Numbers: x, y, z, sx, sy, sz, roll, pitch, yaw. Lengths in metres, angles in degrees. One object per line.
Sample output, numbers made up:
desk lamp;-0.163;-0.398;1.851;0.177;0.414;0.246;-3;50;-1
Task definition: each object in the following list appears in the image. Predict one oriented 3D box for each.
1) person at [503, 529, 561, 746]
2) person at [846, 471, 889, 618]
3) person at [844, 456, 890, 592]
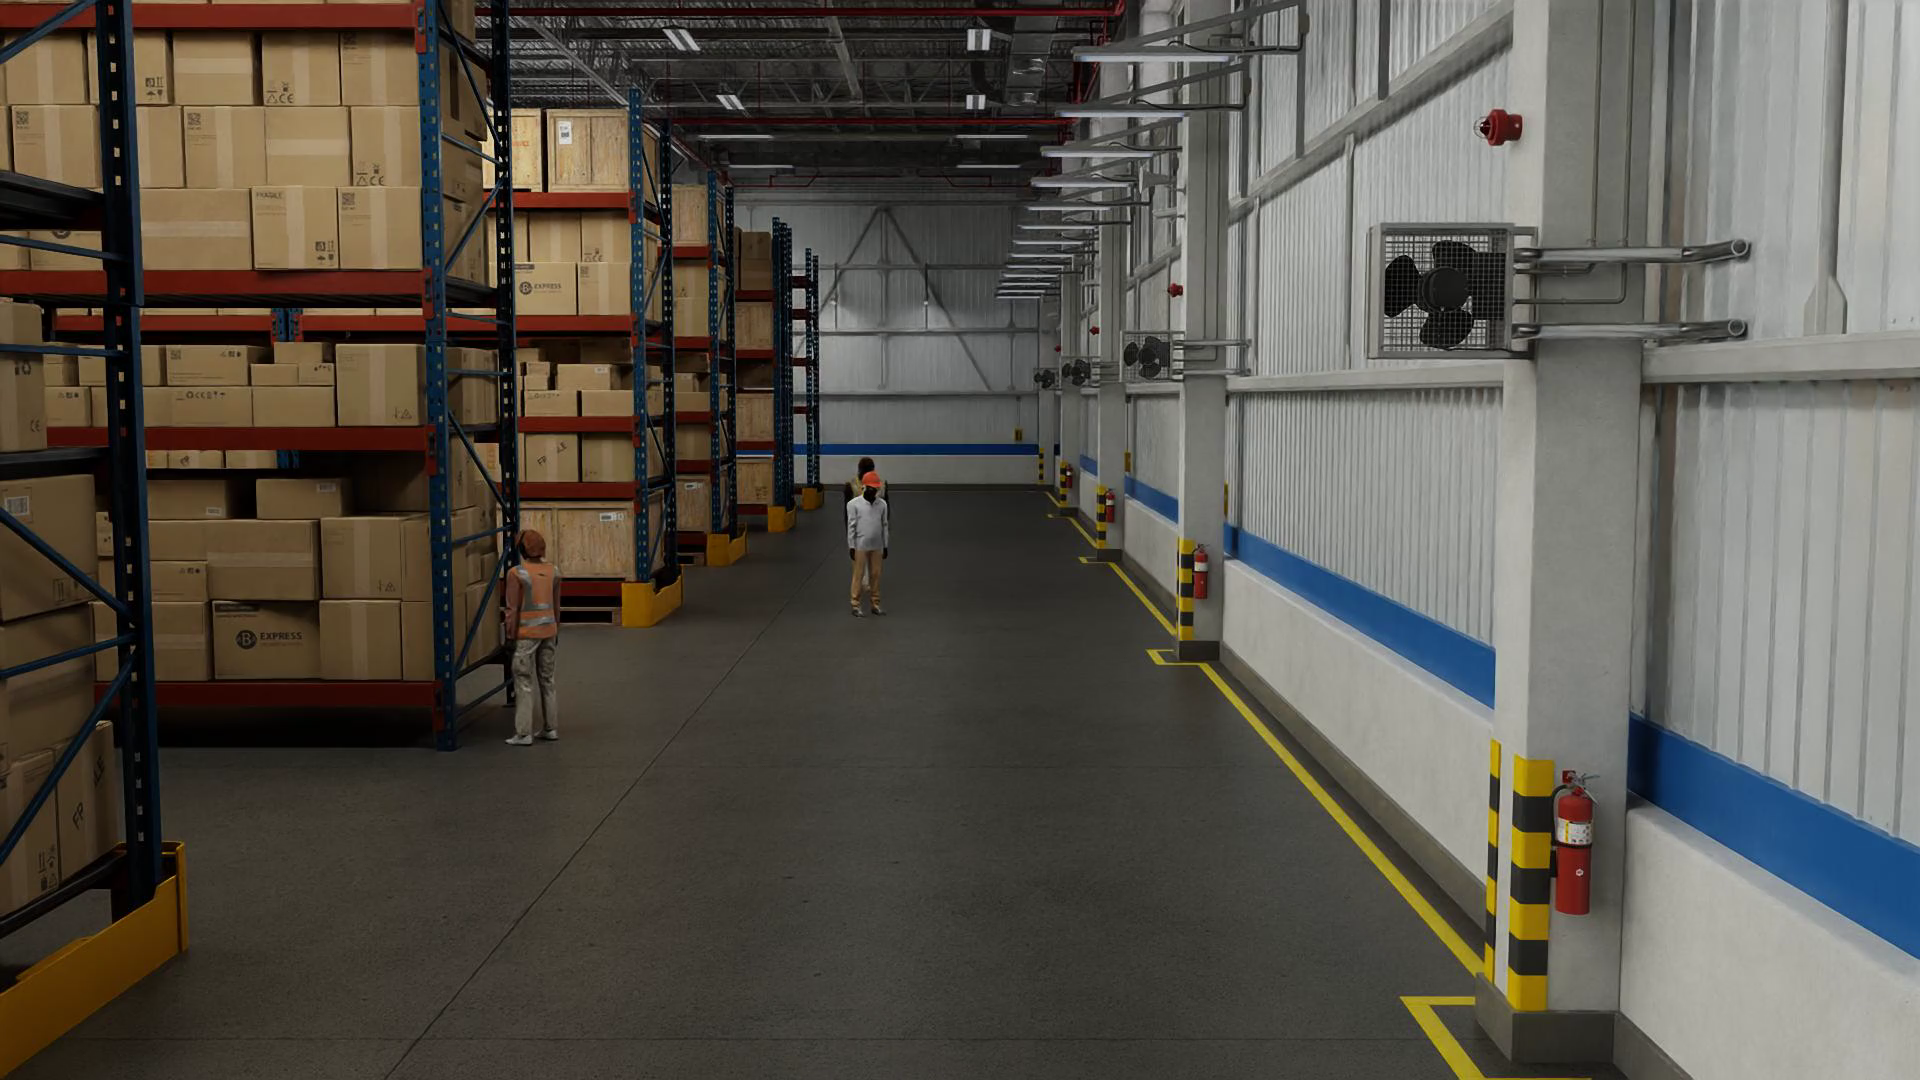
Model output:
person;-3.217;0.734;12.575;0.312;1.632;0.525;3;6;33
person;-1.081;0.054;19.836;0.569;1.744;0.349;-3;6;-32
person;-1.242;-0.207;22.367;0.660;1.832;0.442;-2;5;-22
